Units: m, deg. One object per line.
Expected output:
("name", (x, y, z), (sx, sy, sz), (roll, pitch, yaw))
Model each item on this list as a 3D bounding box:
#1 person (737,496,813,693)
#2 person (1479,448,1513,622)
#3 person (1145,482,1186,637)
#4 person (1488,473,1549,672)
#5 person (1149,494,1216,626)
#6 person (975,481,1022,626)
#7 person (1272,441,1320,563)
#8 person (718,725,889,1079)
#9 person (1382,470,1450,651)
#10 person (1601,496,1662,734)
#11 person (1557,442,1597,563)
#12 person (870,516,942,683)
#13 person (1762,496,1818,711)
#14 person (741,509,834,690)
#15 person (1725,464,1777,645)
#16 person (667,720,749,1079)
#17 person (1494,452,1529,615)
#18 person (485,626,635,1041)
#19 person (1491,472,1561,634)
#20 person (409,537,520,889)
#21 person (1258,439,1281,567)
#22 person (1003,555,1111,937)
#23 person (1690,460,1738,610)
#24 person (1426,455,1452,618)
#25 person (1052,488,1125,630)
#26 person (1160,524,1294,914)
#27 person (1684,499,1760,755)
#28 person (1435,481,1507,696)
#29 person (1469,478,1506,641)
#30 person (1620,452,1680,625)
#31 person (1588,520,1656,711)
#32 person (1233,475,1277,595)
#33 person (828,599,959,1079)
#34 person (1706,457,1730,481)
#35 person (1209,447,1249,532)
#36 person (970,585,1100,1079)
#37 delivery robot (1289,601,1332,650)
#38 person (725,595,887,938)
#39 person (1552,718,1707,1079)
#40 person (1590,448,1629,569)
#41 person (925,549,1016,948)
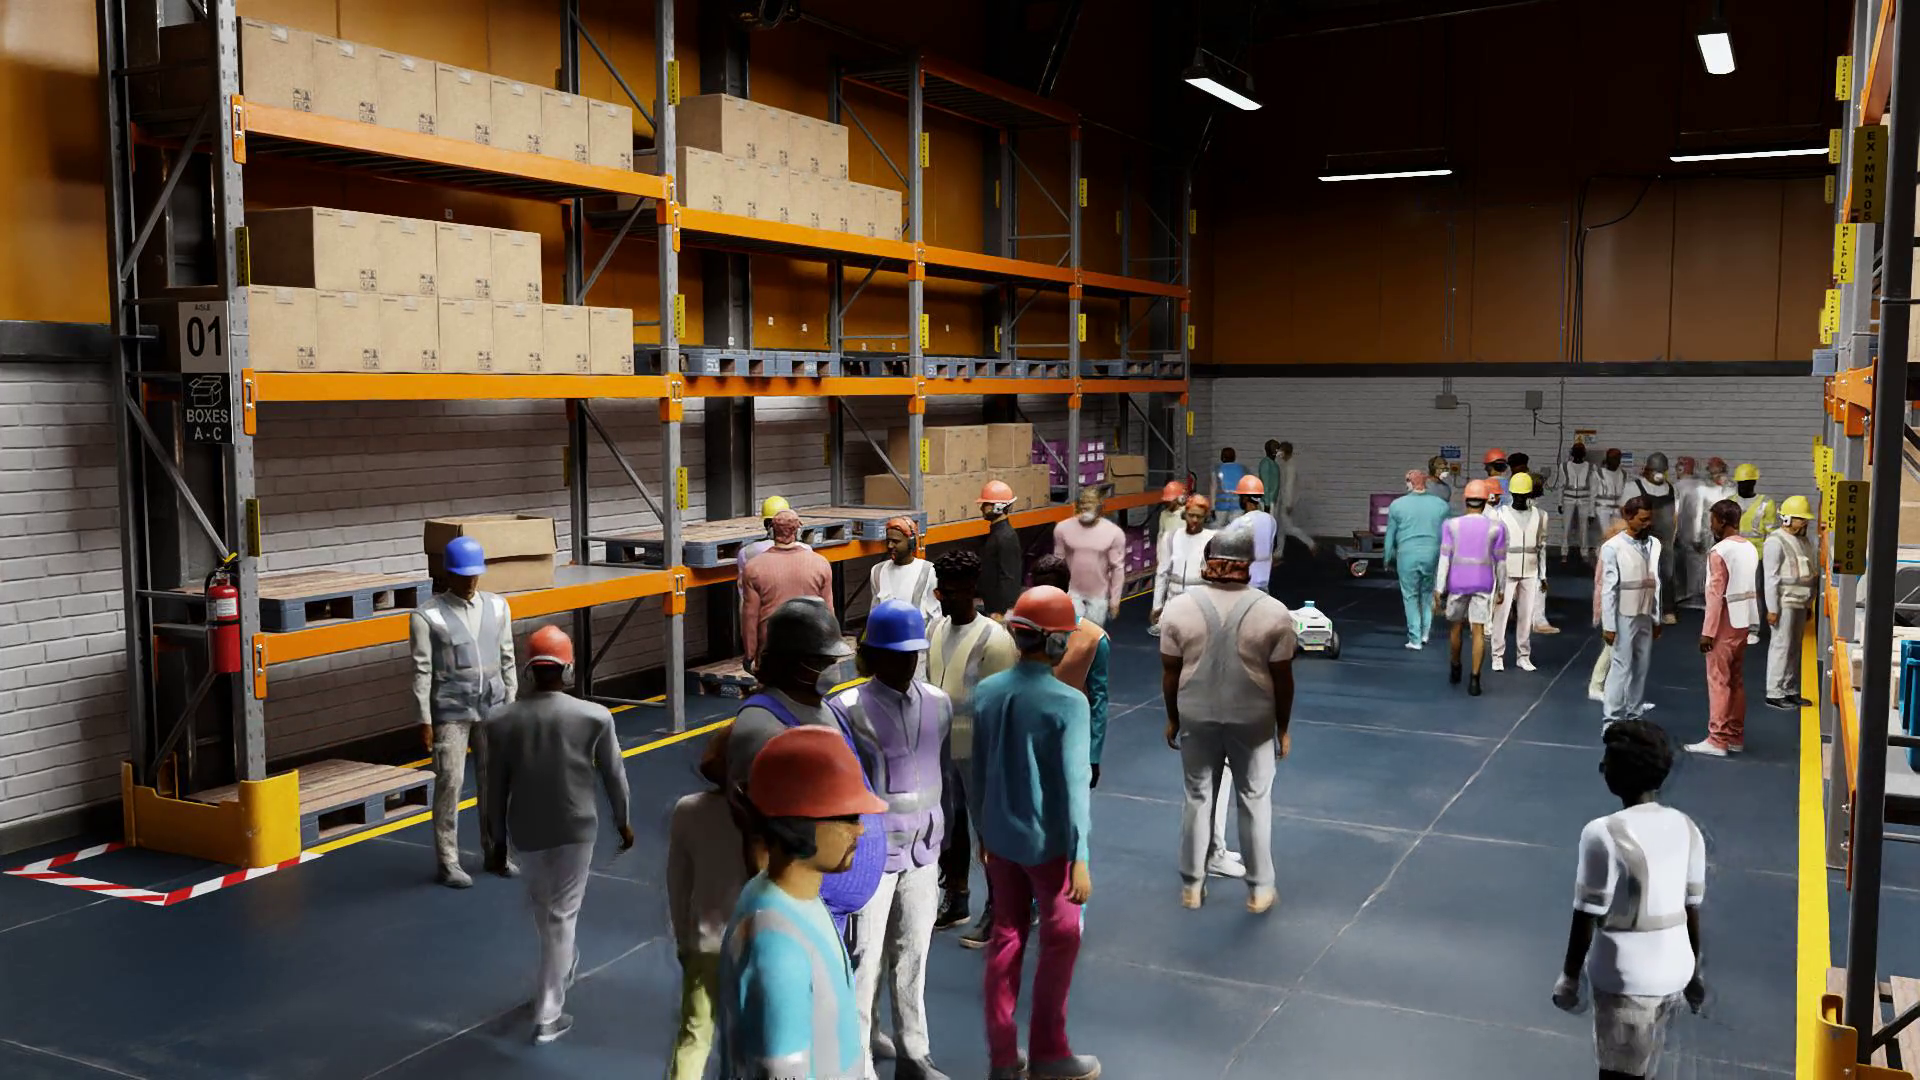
("person", (-1.371, 0.635, 12.438), (0.585, 1.928, 0.370), (-1, 5, -11))
("person", (6.212, -0.053, 19.354), (0.608, 2.030, 0.447), (-1, 5, -12))
("person", (2.321, 0.212, 18.163), (0.835, 1.693, 0.603), (-3, 6, -29))
("person", (5.356, 0.310, 15.964), (0.594, 1.920, 0.377), (0, 5, -3))
("person", (1.883, 0.550, 13.691), (0.610, 1.864, 0.429), (4, 6, 35))
("person", (0.302, 0.524, 13.287), (0.377, 1.995, 0.612), (-1, 5, -6))
("person", (5.111, -0.579, 25.623), (0.781, 1.910, 0.646), (1, 5, 8))
("person", (-0.426, 1.404, 3.763), (1.026, 2.006, 0.615), (0, 5, 1))
("person", (4.759, 0.201, 17.456), (0.634, 1.868, 0.789), (0, 5, -3))
("person", (5.174, 0.609, 12.848), (0.597, 1.908, 0.401), (-3, 6, -30))
("person", (9.547, -0.572, 25.740), (0.574, 1.876, 0.355), (2, 6, 21))
("person", (-0.373, 0.779, 11.185), (0.566, 1.880, 0.358), (3, 6, 30))
("person", (7.062, 0.531, 14.148), (0.587, 1.823, 0.404), (-4, 7, -37))
("person", (-1.184, 0.741, 11.415), (0.639, 1.911, 0.406), (-1, 5, -13))
("person", (8.337, 0.151, 17.650), (0.388, 1.927, 0.589), (-4, 6, -35))
("person", (-0.835, 1.427, 5.658), (0.559, 1.613, 0.467), (3, 6, 26))
("person", (6.636, -0.075, 19.926), (0.368, 1.959, 0.599), (-2, 6, -21))
("person", (-1.730, 1.224, 7.242), (0.579, 1.702, 0.879), (0, 5, 5))
("person", (6.207, 0.143, 18.424), (0.813, 1.807, 0.635), (3, 6, 29))
("person", (-2.721, 0.941, 9.161), (0.420, 1.932, 0.619), (5, 7, 44))
("person", (4.700, -0.558, 25.226), (0.370, 1.941, 0.627), (2, 6, 21))
("person", (0.455, 1.027, 8.282), (0.591, 1.920, 0.392), (3, 6, 26))
("person", (9.136, -0.044, 20.119), (0.671, 1.857, 0.786), (-1, 5, -7))
("person", (5.583, -0.037, 19.693), (0.635, 1.929, 0.378), (-4, 7, -39))
("person", (1.068, 0.502, 14.123), (0.649, 1.875, 0.988), (1, 5, 8))
("person", (1.418, 0.921, 8.761), (0.688, 2.000, 0.536), (2, 6, 18))
("person", (5.731, 0.651, 12.419), (0.592, 1.907, 0.414), (-5, 7, -43))
("person", (4.627, 0.415, 15.037), (0.596, 1.883, 0.966), (2, 6, 18))
("person", (5.704, 0.209, 17.948), (0.328, 1.753, 0.560), (0, 5, -5))
("person", (8.042, -0.065, 19.378), (0.689, 2.000, 0.980), (0, 5, 3))
("person", (5.673, 0.633, 14.195), (0.505, 1.600, 0.738), (-4, 7, -35))
("person", (2.626, 0.384, 15.166), (0.550, 1.934, 0.380), (-5, 7, -45))
("person", (-0.261, 1.190, 6.360), (0.604, 1.949, 0.384), (-4, 7, -40))
("person", (10.576, -0.288, 23.300), (0.573, 1.749, 0.343), (-3, 6, -28))
("person", (4.042, -0.496, 25.198), (0.627, 1.817, 0.719), (0, 5, -4))
("person", (0.305, 1.161, 6.489), (0.447, 1.977, 0.643), (-5, 7, -42))
("delivery robot", (3.535, 0.859, 16.839), (0.477, 0.478, 0.707), (0, 5, 1))
("person", (-0.521, 1.197, 5.795), (0.536, 2.000, 0.688), (1, 5, 12))
("person", (2.259, 1.419, 5.396), (0.529, 1.666, 0.767), (-4, 7, -36))
("person", (9.345, -0.413, 24.050), (0.597, 1.863, 0.734), (-1, 5, -13))
("person", (0.024, 1.014, 8.239), (0.377, 1.958, 0.600), (-5, 7, -41))
